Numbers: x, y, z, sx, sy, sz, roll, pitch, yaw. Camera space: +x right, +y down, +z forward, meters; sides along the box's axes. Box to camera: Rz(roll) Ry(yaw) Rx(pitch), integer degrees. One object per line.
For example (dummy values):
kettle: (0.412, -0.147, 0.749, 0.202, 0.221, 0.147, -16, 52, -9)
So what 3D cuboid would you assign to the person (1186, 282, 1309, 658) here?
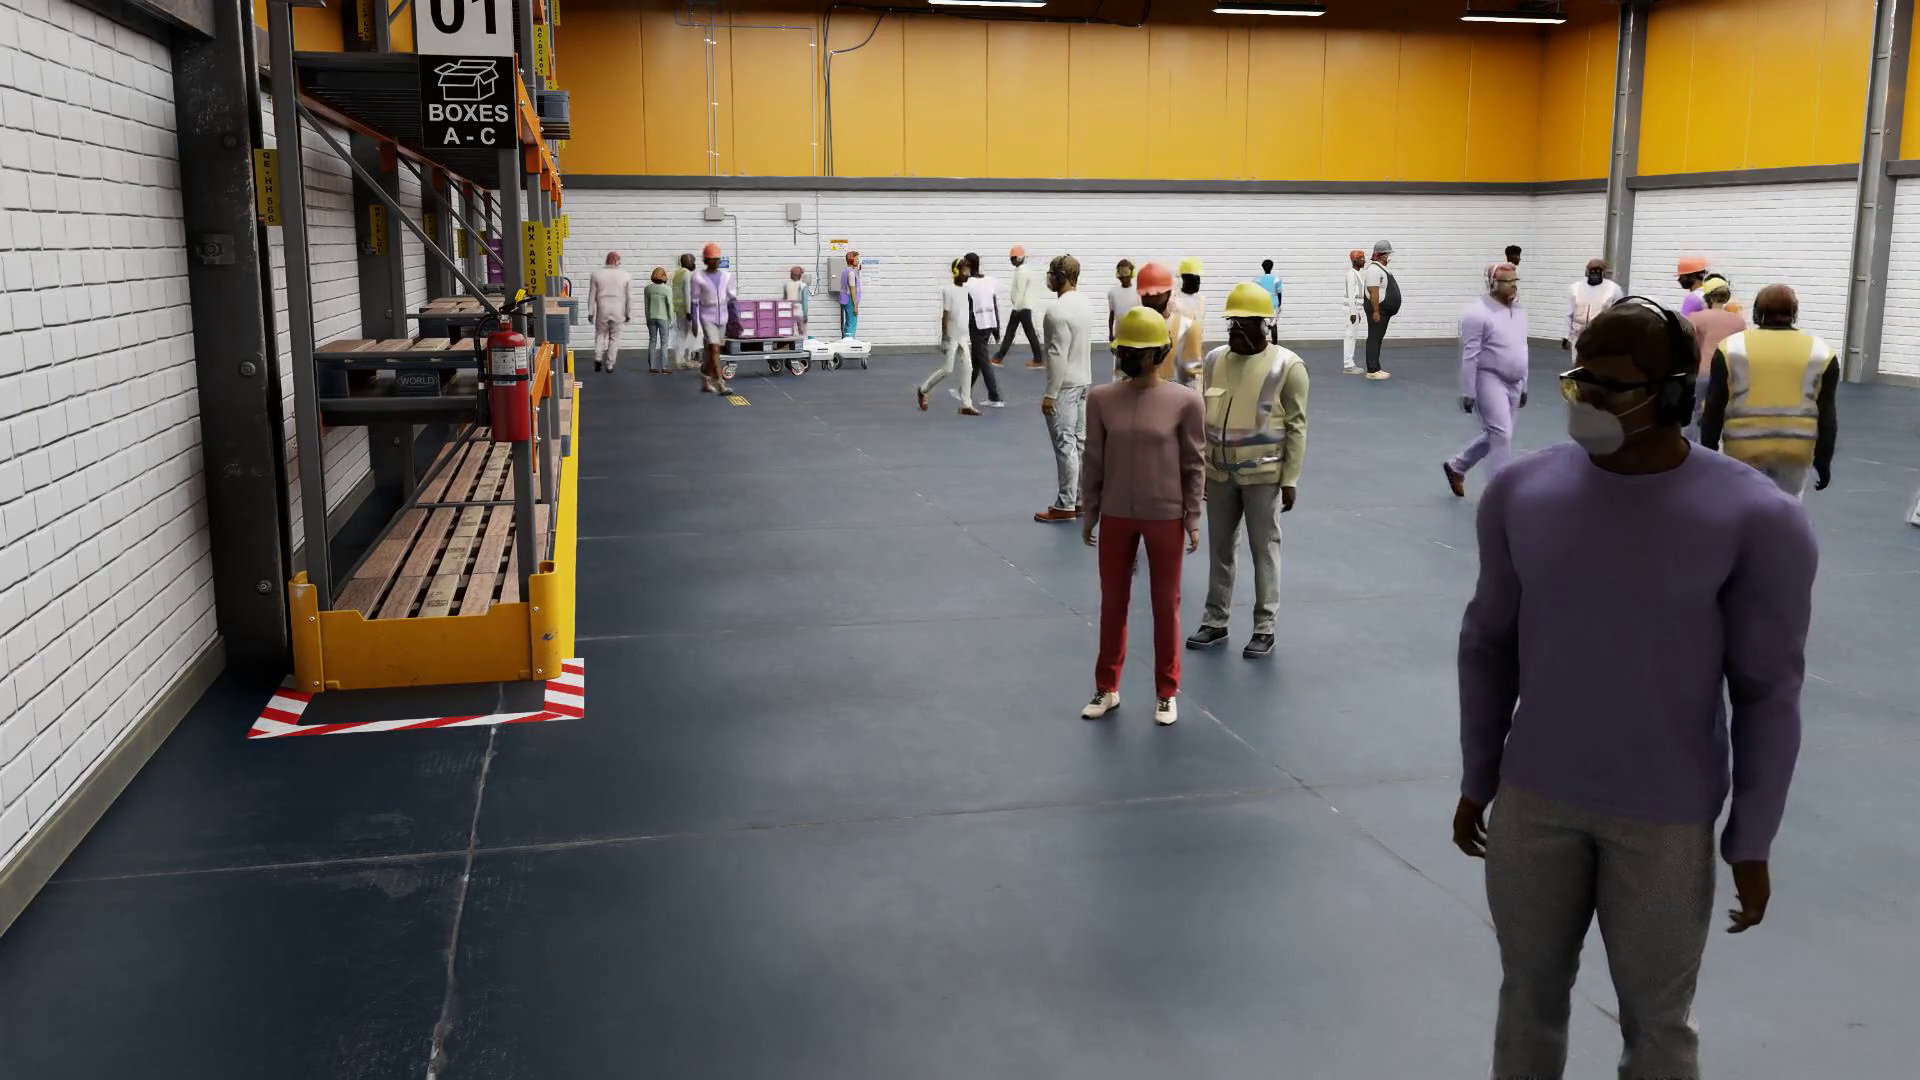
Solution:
person: (1.393, -0.341, 8.167, 0.587, 1.835, 0.404, 8, 13, 39)

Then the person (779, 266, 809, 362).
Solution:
person: (-2.771, -3.752, 27.691, 0.530, 1.613, 0.739, 6, 12, 30)

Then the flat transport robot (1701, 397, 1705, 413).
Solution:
flat transport robot: (8.436, -1.470, 18.751, 0.652, 0.197, 1.431, 4, 11, 23)

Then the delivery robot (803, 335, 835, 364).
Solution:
delivery robot: (-2.307, -2.942, 25.866, 0.707, 0.478, 0.477, -5, 11, -26)

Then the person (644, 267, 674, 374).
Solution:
person: (-4.598, -3.352, 25.438, 0.494, 1.624, 0.280, 3, 11, 18)

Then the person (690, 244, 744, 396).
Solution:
person: (-3.239, -2.901, 21.934, 0.625, 1.991, 1.045, -7, 13, -36)

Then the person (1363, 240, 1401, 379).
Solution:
person: (6.228, -3.397, 24.526, 0.536, 2.000, 0.676, 4, 11, 21)

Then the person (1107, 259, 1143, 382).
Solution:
person: (1.979, -2.367, 19.456, 0.533, 1.823, 0.989, 3, 11, 15)

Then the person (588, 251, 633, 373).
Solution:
person: (-5.376, -3.504, 25.624, 0.691, 1.869, 0.422, -1, 10, -8)

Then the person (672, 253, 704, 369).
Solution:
person: (-4.261, -3.598, 26.232, 0.562, 1.823, 0.656, -6, 12, -28)

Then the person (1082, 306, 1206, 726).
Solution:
person: (0.762, -0.094, 6.994, 0.527, 1.765, 0.328, 4, 11, 21)

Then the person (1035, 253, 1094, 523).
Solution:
person: (0.738, -1.086, 12.048, 0.414, 1.939, 0.637, 4, 11, 22)

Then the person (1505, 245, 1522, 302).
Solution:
person: (8.713, -3.710, 26.485, 0.370, 1.963, 0.608, 4, 11, 23)

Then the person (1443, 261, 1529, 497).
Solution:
person: (4.072, -1.192, 12.758, 0.650, 1.877, 0.833, -7, 13, -35)

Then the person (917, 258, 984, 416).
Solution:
person: (-0.113, -2.375, 19.451, 0.832, 1.839, 0.512, 7, 12, 32)

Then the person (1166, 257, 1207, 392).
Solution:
person: (2.192, -1.843, 16.387, 0.591, 1.881, 0.998, -7, 12, -33)

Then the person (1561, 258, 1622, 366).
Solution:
person: (7.336, -2.358, 19.389, 0.618, 1.823, 0.652, 7, 12, 34)

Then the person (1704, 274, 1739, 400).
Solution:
person: (8.596, -2.183, 18.839, 0.817, 1.647, 0.550, 0, 10, 2)

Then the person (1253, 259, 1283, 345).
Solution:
person: (5.533, -4.208, 29.981, 0.551, 1.695, 0.319, 2, 11, 14)

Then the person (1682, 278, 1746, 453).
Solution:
person: (6.648, -1.462, 14.759, 0.560, 1.703, 0.969, 2, 10, 9)

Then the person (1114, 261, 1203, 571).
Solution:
person: (1.180, -0.728, 10.129, 0.568, 1.897, 0.868, 3, 11, 15)

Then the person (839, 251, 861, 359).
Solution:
person: (-1.871, -4.013, 28.480, 0.389, 1.846, 0.566, -3, 11, -16)

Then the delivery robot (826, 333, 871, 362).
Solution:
delivery robot: (-1.772, -3.037, 26.391, 0.707, 0.478, 0.477, -1, 10, -6)

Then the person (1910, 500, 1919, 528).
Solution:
person: (6.978, -0.800, 11.368, 0.553, 1.591, 0.867, -8, 13, -38)

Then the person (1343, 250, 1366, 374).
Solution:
person: (6.048, -3.490, 25.485, 0.356, 1.882, 0.574, 3, 11, 18)

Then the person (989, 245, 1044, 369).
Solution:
person: (0.868, -3.665, 26.269, 1.005, 1.939, 0.649, -1, 10, -3)

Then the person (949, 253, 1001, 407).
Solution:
person: (0.133, -2.586, 20.499, 0.975, 1.868, 0.607, 8, 13, 38)

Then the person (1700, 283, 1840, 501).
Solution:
person: (4.266, -0.441, 8.785, 0.661, 1.816, 0.661, 3, 11, 18)

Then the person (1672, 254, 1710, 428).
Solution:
person: (6.868, -1.705, 15.522, 0.631, 1.907, 0.558, 8, 13, 36)

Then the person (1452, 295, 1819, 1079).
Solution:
person: (1.242, 0.509, 3.177, 0.628, 1.936, 0.377, 9, 14, 41)
